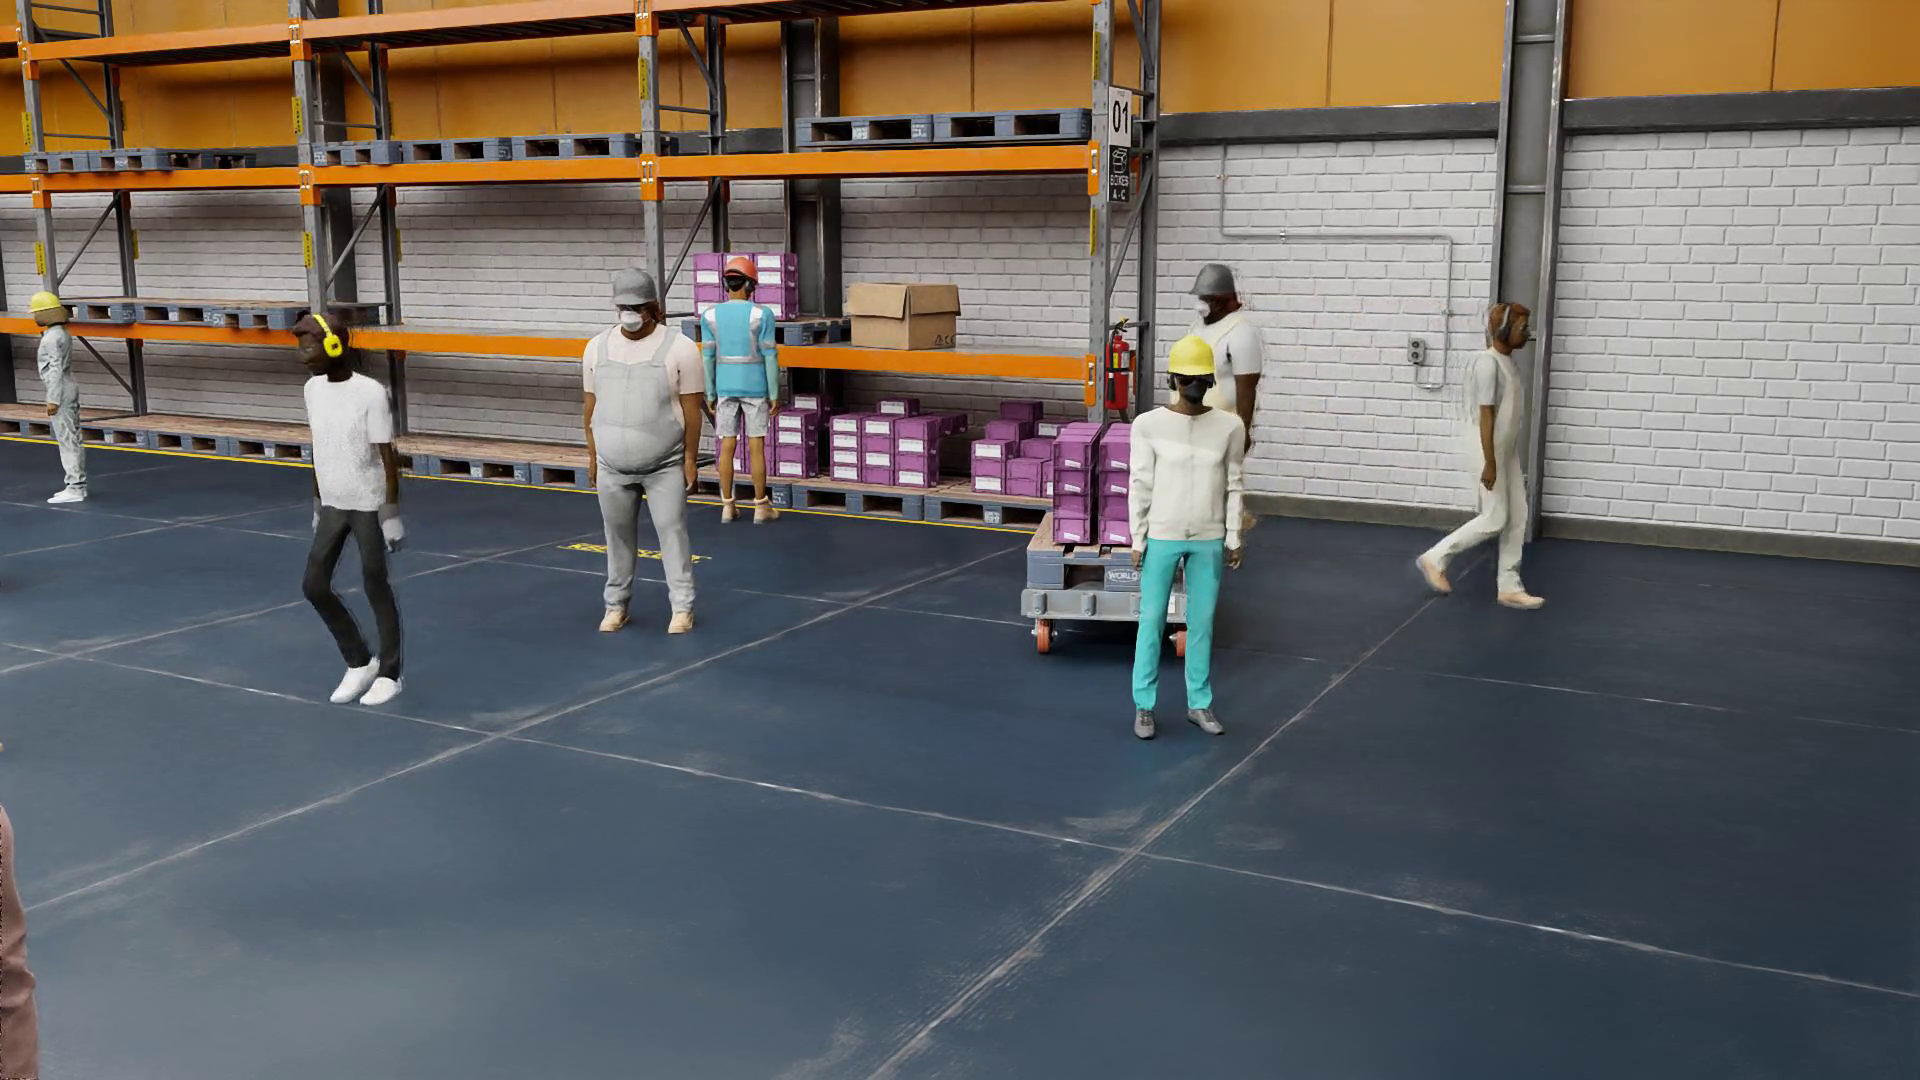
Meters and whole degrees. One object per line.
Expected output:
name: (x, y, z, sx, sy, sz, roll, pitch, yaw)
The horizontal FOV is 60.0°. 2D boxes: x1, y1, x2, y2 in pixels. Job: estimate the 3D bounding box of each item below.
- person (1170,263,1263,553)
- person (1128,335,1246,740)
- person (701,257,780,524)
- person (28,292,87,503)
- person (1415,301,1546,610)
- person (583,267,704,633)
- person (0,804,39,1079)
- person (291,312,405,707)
person: (1.688, -0.809, 10.908, 0.644, 2.000, 0.698, -5, 11, -24)
person: (0.991, -0.007, 7.261, 0.526, 1.769, 0.328, -2, 10, -9)
person: (-1.661, -1.137, 12.727, 0.605, 2.034, 0.391, 2, 11, 13)
person: (-7.473, -1.179, 13.767, 0.305, 1.739, 0.484, -3, 11, -17)
person: (3.137, -0.500, 9.826, 0.654, 1.813, 0.525, 8, 13, 36)
person: (-1.760, -0.488, 9.148, 0.684, 2.000, 0.536, 1, 10, 8)
person: (-1.581, 0.891, 2.341, 0.527, 1.767, 0.331, -4, 11, -19)
person: (-2.825, -0.127, 7.719, 0.615, 1.840, 0.472, 4, 11, 22)
